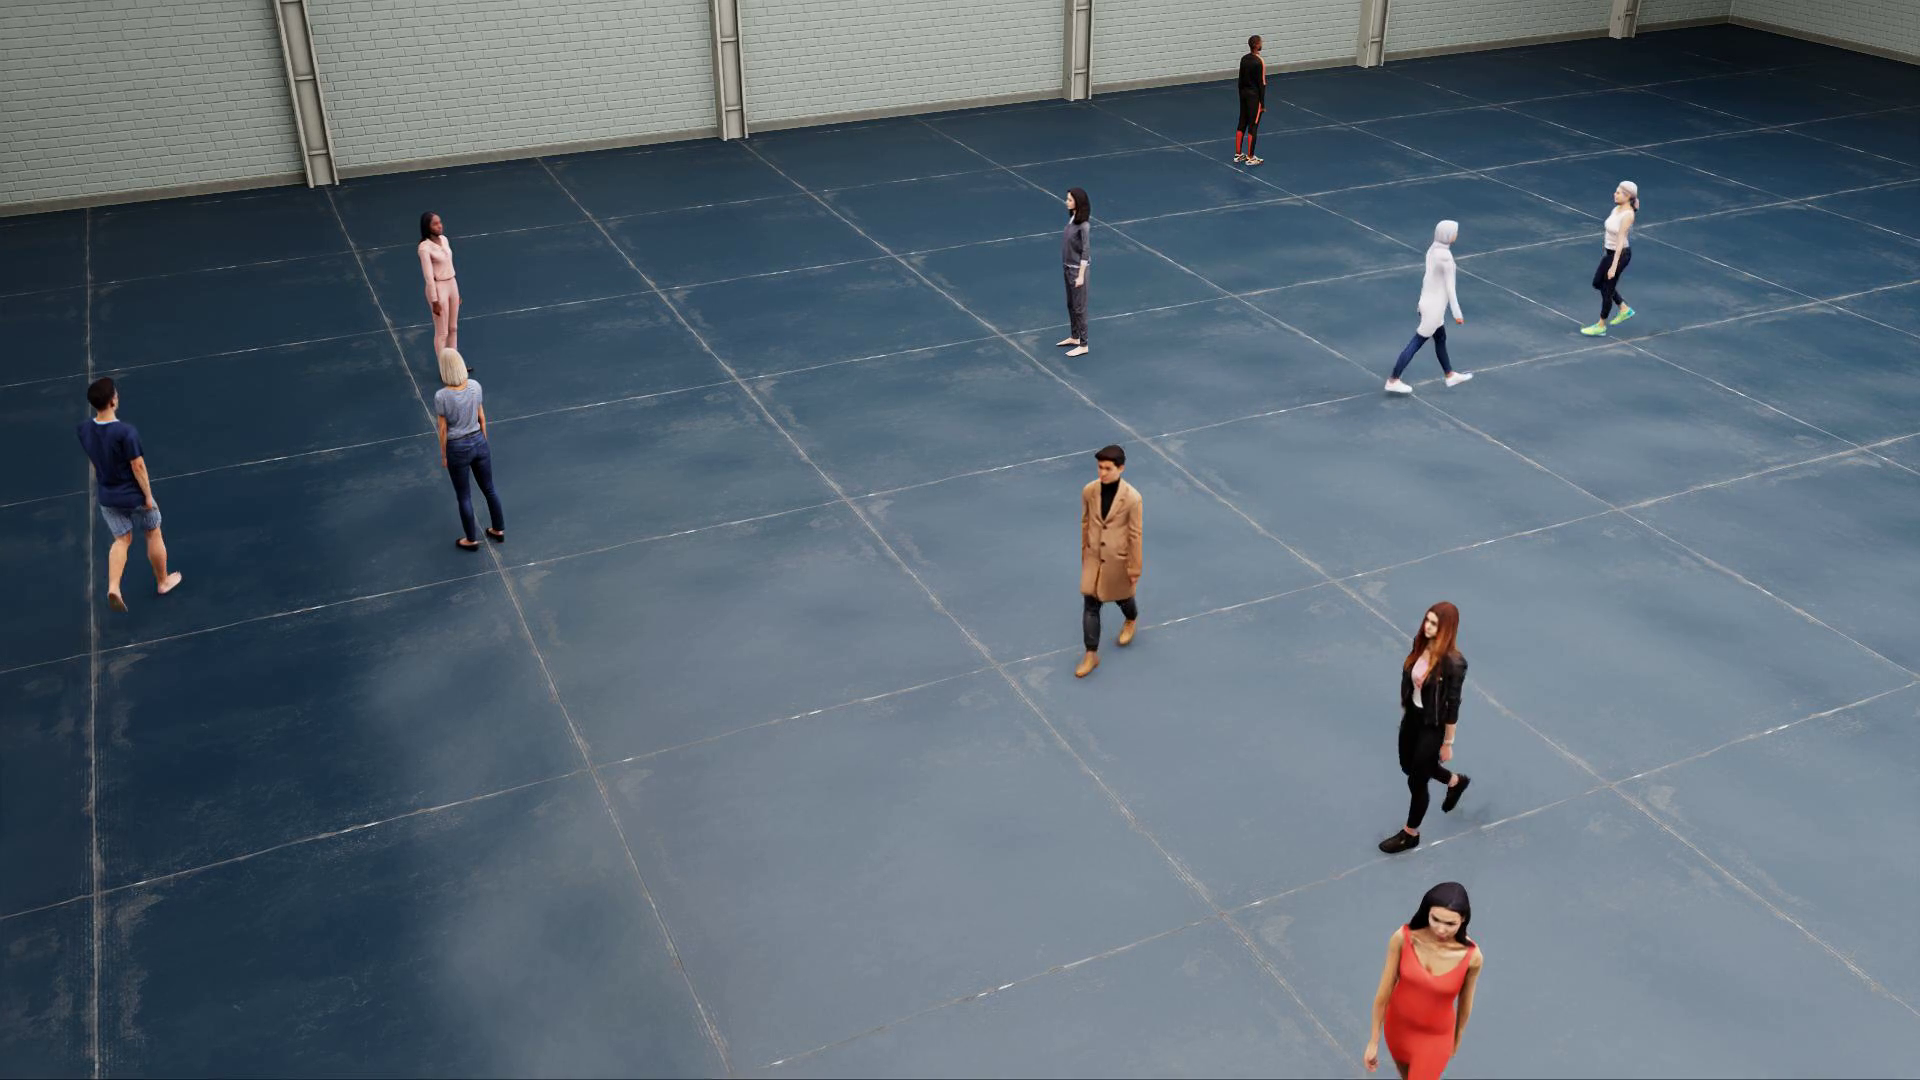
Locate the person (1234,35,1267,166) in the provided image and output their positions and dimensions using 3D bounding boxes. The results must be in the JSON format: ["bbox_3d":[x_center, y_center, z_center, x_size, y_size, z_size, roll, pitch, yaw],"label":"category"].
[{"bbox_3d":[4.169,-6.315,23.841,0.594,1.809,0.658,-19,34,-32],"label":"person"}]

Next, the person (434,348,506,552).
[{"bbox_3d":[-3.989,-0.739,13.467,0.556,1.719,0.684,-25,37,-38],"label":"person"}]

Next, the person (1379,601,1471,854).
[{"bbox_3d":[2.900,1.107,10.027,0.922,1.695,0.624,-11,30,-20],"label":"person"}]

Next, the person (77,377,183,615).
[{"bbox_3d":[-6.347,-0.306,12.539,1.038,1.827,0.967,2,28,3],"label":"person"}]

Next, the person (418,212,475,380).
[{"bbox_3d":[-5.195,-2.448,16.673,0.738,1.722,0.700,7,29,12],"label":"person"}]

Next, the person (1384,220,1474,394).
[{"bbox_3d":[4.528,-2.220,16.240,1.220,1.727,0.944,0,28,-1],"label":"person"}]

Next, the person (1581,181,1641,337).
[{"bbox_3d":[7.065,-2.972,17.689,0.898,1.692,0.792,2,28,4],"label":"person"}]

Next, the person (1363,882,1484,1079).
[{"bbox_3d":[2.168,2.268,7.867,1.056,1.675,1.180,12,30,22],"label":"person"}]

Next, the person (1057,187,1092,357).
[{"bbox_3d":[1.217,-2.801,17.291,0.564,1.764,0.634,-7,29,-13],"label":"person"}]

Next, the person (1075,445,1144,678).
[{"bbox_3d":[1.123,0.092,11.925,1.041,1.702,1.191,15,31,26],"label":"person"}]
